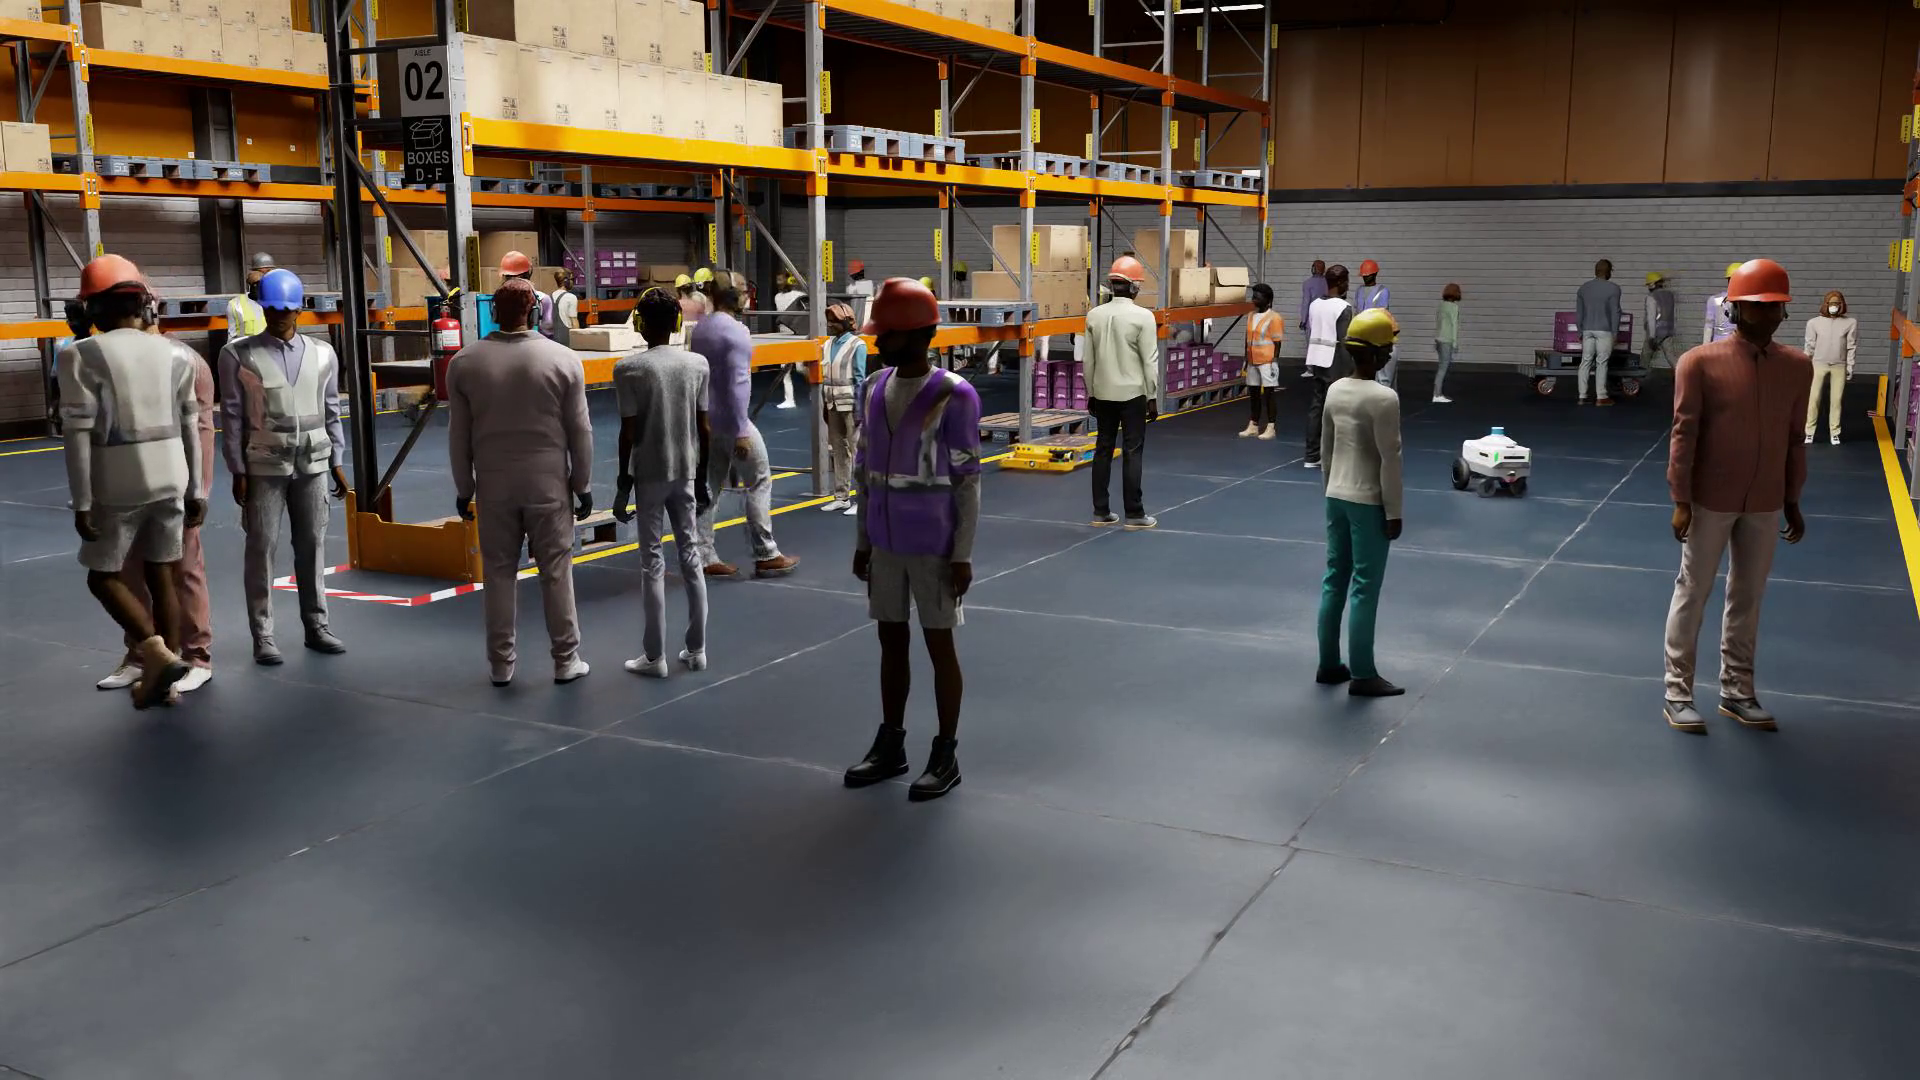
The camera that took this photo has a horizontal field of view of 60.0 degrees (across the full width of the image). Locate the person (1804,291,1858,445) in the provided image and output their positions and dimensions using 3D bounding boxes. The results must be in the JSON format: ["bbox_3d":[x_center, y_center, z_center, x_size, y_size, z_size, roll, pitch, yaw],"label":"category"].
[{"bbox_3d":[9.186,-1.815,17.591,0.494,1.625,0.282,3,10,19],"label":"person"}]

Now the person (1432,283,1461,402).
[{"bbox_3d":[6.597,-2.676,22.593,0.343,1.620,0.538,-2,10,-9],"label":"person"}]

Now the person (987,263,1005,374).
[{"bbox_3d":[0.652,-3.752,28.009,0.668,1.887,0.890,4,11,22],"label":"person"}]

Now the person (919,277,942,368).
[{"bbox_3d":[-0.406,-2.205,19.509,0.492,1.740,0.325,-3,10,-17],"label":"person"}]

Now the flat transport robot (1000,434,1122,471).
[{"bbox_3d":[0.988,-0.851,15.919,0.652,0.197,1.431,5,11,27],"label":"flat transport robot"}]

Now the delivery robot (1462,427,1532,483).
[{"bbox_3d":[4.509,-0.704,13.979,0.477,0.478,0.707,-1,10,-6],"label":"delivery robot"}]

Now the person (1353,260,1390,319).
[{"bbox_3d":[5.525,-2.822,22.538,0.371,1.928,0.543,-8,13,-40],"label":"person"}]

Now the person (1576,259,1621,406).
[{"bbox_3d":[8.478,-2.752,22.104,0.369,1.938,0.630,-7,12,-34],"label":"person"}]

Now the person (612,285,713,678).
[{"bbox_3d":[-1.427,-0.276,7.970,0.513,1.872,0.328,-8,12,-38],"label":"person"}]

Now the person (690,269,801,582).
[{"bbox_3d":[-1.332,-0.705,10.308,0.803,1.914,0.655,-7,12,-36],"label":"person"}]

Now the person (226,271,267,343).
[{"bbox_3d":[-7.306,-1.882,17.385,0.624,1.837,0.429,-5,11,-25],"label":"person"}]

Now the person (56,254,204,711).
[{"bbox_3d":[-3.575,-0.233,7.271,0.590,2.025,0.617,7,12,35],"label":"person"}]

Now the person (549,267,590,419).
[{"bbox_3d":[-4.780,-2.367,20.140,0.505,1.847,0.349,7,12,34],"label":"person"}]

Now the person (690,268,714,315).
[{"bbox_3d":[-3.209,-2.498,20.934,0.403,1.834,0.588,0,10,-1],"label":"person"}]

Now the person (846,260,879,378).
[{"bbox_3d":[-1.496,-3.340,25.631,0.638,1.897,0.384,-5,11,-25],"label":"person"}]

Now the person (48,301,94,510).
[{"bbox_3d":[-6.933,-1.074,13.220,0.546,1.644,0.892,1,10,5],"label":"person"}]

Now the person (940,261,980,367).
[{"bbox_3d":[-0.099,-3.995,29.455,0.967,1.885,0.586,0,10,-2],"label":"person"}]

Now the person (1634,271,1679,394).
[{"bbox_3d":[10.074,-2.976,23.894,0.633,1.773,0.959,-6,11,-31],"label":"person"}]

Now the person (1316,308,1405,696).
[{"bbox_3d":[1.859,-0.167,7.659,0.332,1.775,0.536,-4,11,-22],"label":"person"}]

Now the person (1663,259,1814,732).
[{"bbox_3d":[3.293,-0.178,7.035,0.612,1.996,0.388,-1,10,-6],"label":"person"}]

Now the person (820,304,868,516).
[{"bbox_3d":[-0.895,-1.009,12.902,0.312,1.633,0.513,-9,13,-41],"label":"person"}]

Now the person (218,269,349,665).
[{"bbox_3d":[-3.350,-0.366,8.283,0.602,1.941,0.402,-9,14,-43],"label":"person"}]

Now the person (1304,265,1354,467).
[{"bbox_3d":[3.444,-1.600,15.513,0.386,1.912,0.592,-4,11,-22],"label":"person"}]

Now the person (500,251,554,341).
[{"bbox_3d":[-3.982,-1.586,15.081,0.605,2.034,0.391,2,10,11],"label":"person"}]

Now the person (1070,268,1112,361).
[{"bbox_3d":[1.811,-2.851,22.988,0.625,1.836,0.428,0,10,-2],"label":"person"}]

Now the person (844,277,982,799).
[{"bbox_3d":[-0.185,0.000,6.190,0.543,1.932,0.376,7,12,36],"label":"person"}]

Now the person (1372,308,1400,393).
[{"bbox_3d":[3.061,-0.882,12.192,0.290,1.623,0.507,1,10,4],"label":"person"}]

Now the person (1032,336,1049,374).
[{"bbox_3d":[1.286,-3.715,27.582,0.629,1.970,0.753,0,10,0],"label":"person"}]

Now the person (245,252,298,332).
[{"bbox_3d":[-7.797,-2.219,18.724,0.536,2.000,0.688,4,11,23],"label":"person"}]

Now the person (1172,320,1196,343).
[{"bbox_3d":[3.436,-3.243,25.427,0.917,1.777,0.597,-4,10,-20],"label":"person"}]

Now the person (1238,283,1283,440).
[{"bbox_3d":[3.277,-1.938,18.087,0.317,1.695,0.540,-6,12,-32],"label":"person"}]

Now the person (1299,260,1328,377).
[{"bbox_3d":[5.811,-3.600,27.104,0.650,1.906,0.401,-4,11,-22],"label":"person"}]

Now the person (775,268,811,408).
[{"bbox_3d":[-2.136,-2.663,21.904,0.557,1.835,0.789,7,12,35],"label":"person"}]

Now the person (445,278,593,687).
[{"bbox_3d":[-2.042,-0.265,7.799,0.651,1.906,0.401,-1,10,-6],"label":"person"}]

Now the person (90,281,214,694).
[{"bbox_3d":[-3.752,-0.243,7.672,0.641,1.908,0.408,2,10,13],"label":"person"}]

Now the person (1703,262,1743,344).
[{"bbox_3d":[8.417,-2.062,18.176,0.590,1.922,0.390,1,10,6],"label":"person"}]

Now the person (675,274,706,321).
[{"bbox_3d":[-3.389,-2.401,20.606,0.522,1.758,0.350,-7,12,-34],"label":"person"}]

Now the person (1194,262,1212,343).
[{"bbox_3d":[3.816,-3.463,26.400,0.350,1.879,0.577,8,12,38],"label":"person"}]

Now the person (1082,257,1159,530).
[{"bbox_3d":[1.195,-1.069,12.197,0.626,1.991,0.393,8,13,39],"label":"person"}]

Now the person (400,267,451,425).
[{"bbox_3d":[-6.018,-2.237,19.286,0.992,1.887,0.562,-3,10,-19],"label":"person"}]
